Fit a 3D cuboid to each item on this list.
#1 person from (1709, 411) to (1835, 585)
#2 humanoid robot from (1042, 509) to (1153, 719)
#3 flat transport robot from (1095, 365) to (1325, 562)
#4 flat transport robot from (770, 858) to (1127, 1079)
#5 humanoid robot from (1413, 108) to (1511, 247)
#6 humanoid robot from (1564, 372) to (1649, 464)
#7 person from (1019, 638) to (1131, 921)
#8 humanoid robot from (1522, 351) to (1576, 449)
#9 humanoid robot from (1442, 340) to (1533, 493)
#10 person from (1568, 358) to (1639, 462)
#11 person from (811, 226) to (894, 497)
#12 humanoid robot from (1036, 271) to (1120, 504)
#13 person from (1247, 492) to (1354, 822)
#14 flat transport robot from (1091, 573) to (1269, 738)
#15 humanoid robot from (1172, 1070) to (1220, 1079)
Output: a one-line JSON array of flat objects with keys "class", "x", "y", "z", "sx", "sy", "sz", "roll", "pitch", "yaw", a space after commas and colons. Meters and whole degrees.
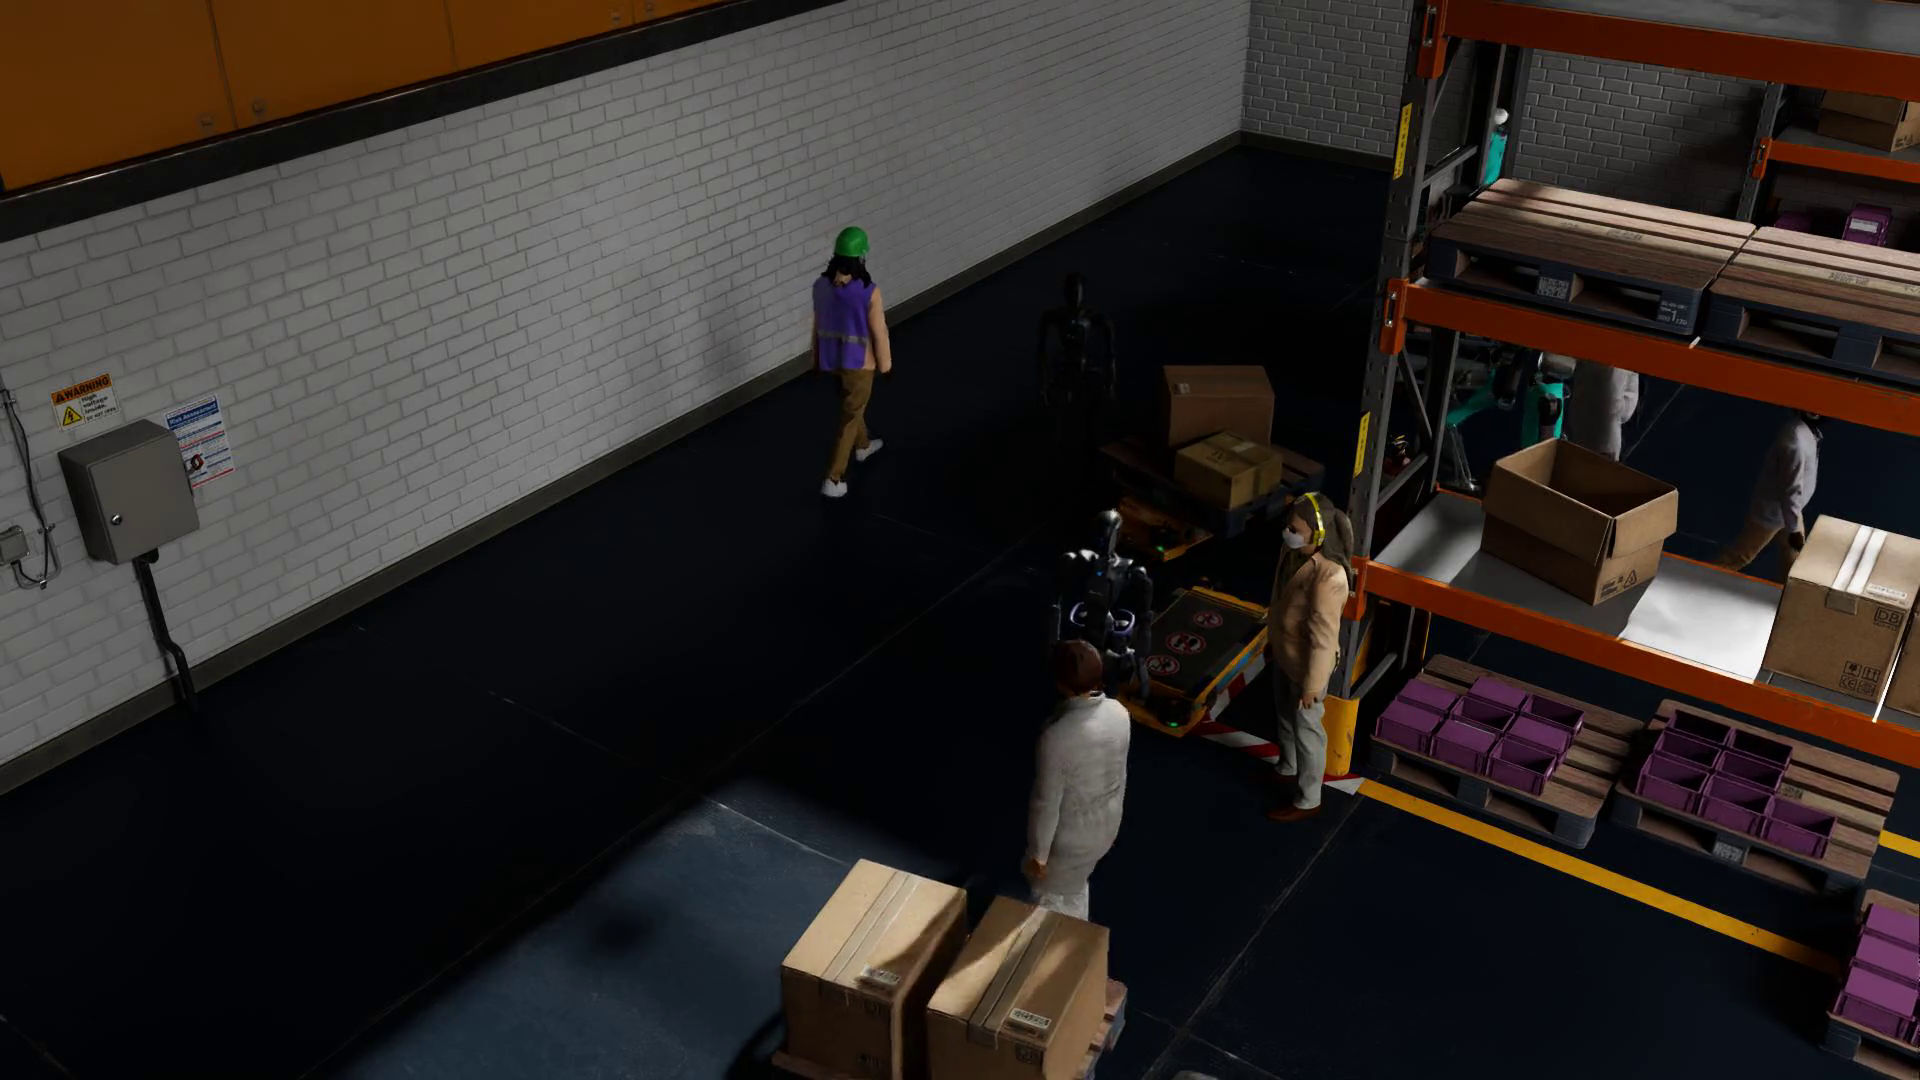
[{"class": "person", "x": 4.903, "y": -0.210, "z": 9.963, "sx": 0.885, "sy": 1.706, "sz": 0.565, "roll": 21, "pitch": 36, "yaw": 31}, {"class": "humanoid robot", "x": 0.745, "y": 0.537, "z": 8.754, "sx": 0.600, "sy": 1.649, "sz": 0.723, "roll": 10, "pitch": 31, "yaw": 16}, {"class": "flat transport robot", "x": 1.671, "y": -0.270, "z": 11.509, "sx": 1.431, "sy": 0.231, "sz": 0.659, "roll": -23, "pitch": 37, "yaw": -34}, {"class": "flat transport robot", "x": -0.032, "y": 2.287, "z": 7.073, "sx": 0.659, "sy": 0.231, "sz": 1.431, "roll": 13, "pitch": 32, "yaw": 21}, {"class": "humanoid robot", "x": 4.310, "y": -3.016, "z": 14.808, "sx": 0.940, "sy": 1.770, "sz": 0.545, "roll": 22, "pitch": 36, "yaw": 33}, {"class": "humanoid robot", "x": 4.424, "y": -1.045, "z": 11.485, "sx": 0.601, "sy": 1.645, "sz": 0.580, "roll": 24, "pitch": 38, "yaw": 35}, {"class": "person", "x": 0.555, "y": 1.296, "z": 7.257, "sx": 0.544, "sy": 1.804, "sz": 0.609, "roll": -22, "pitch": 37, "yaw": -33}, {"class": "humanoid robot", "x": 3.659, "y": -0.284, "z": 10.085, "sx": 0.662, "sy": 1.817, "sz": 0.543, "roll": 5, "pitch": 30, "yaw": 9}, {"class": "humanoid robot", "x": 3.619, "y": -1.128, "z": 11.531, "sx": 0.741, "sy": 1.785, "sz": 0.535, "roll": 3, "pitch": 30, "yaw": 5}, {"class": "person", "x": 4.043, "y": -0.745, "z": 10.724, "sx": 0.639, "sy": 1.885, "sz": 0.645, "roll": 2, "pitch": 30, "yaw": 3}, {"class": "person", "x": -0.772, "y": -1.259, "z": 11.614, "sx": 0.557, "sy": 1.883, "sz": 0.991, "roll": 16, "pitch": 34, "yaw": 26}, {"class": "humanoid robot", "x": 0.821, "y": -1.067, "z": 11.512, "sx": 0.601, "sy": 1.648, "sz": 0.613, "roll": 6, "pitch": 31, "yaw": 11}, {"class": "person", "x": 1.737, "y": 0.589, "z": 8.427, "sx": 0.390, "sy": 1.870, "sz": 0.549, "roll": -5, "pitch": 30, "yaw": -9}, {"class": "flat transport robot", "x": 1.365, "y": 0.663, "z": 9.889, "sx": 0.659, "sy": 0.231, "sz": 1.431, "roll": 19, "pitch": 35, "yaw": 30}, {"class": "humanoid robot", "x": 0.681, "y": 2.551, "z": 5.198, "sx": 0.550, "sy": 1.836, "sz": 0.749, "roll": 9, "pitch": 31, "yaw": 15}]
